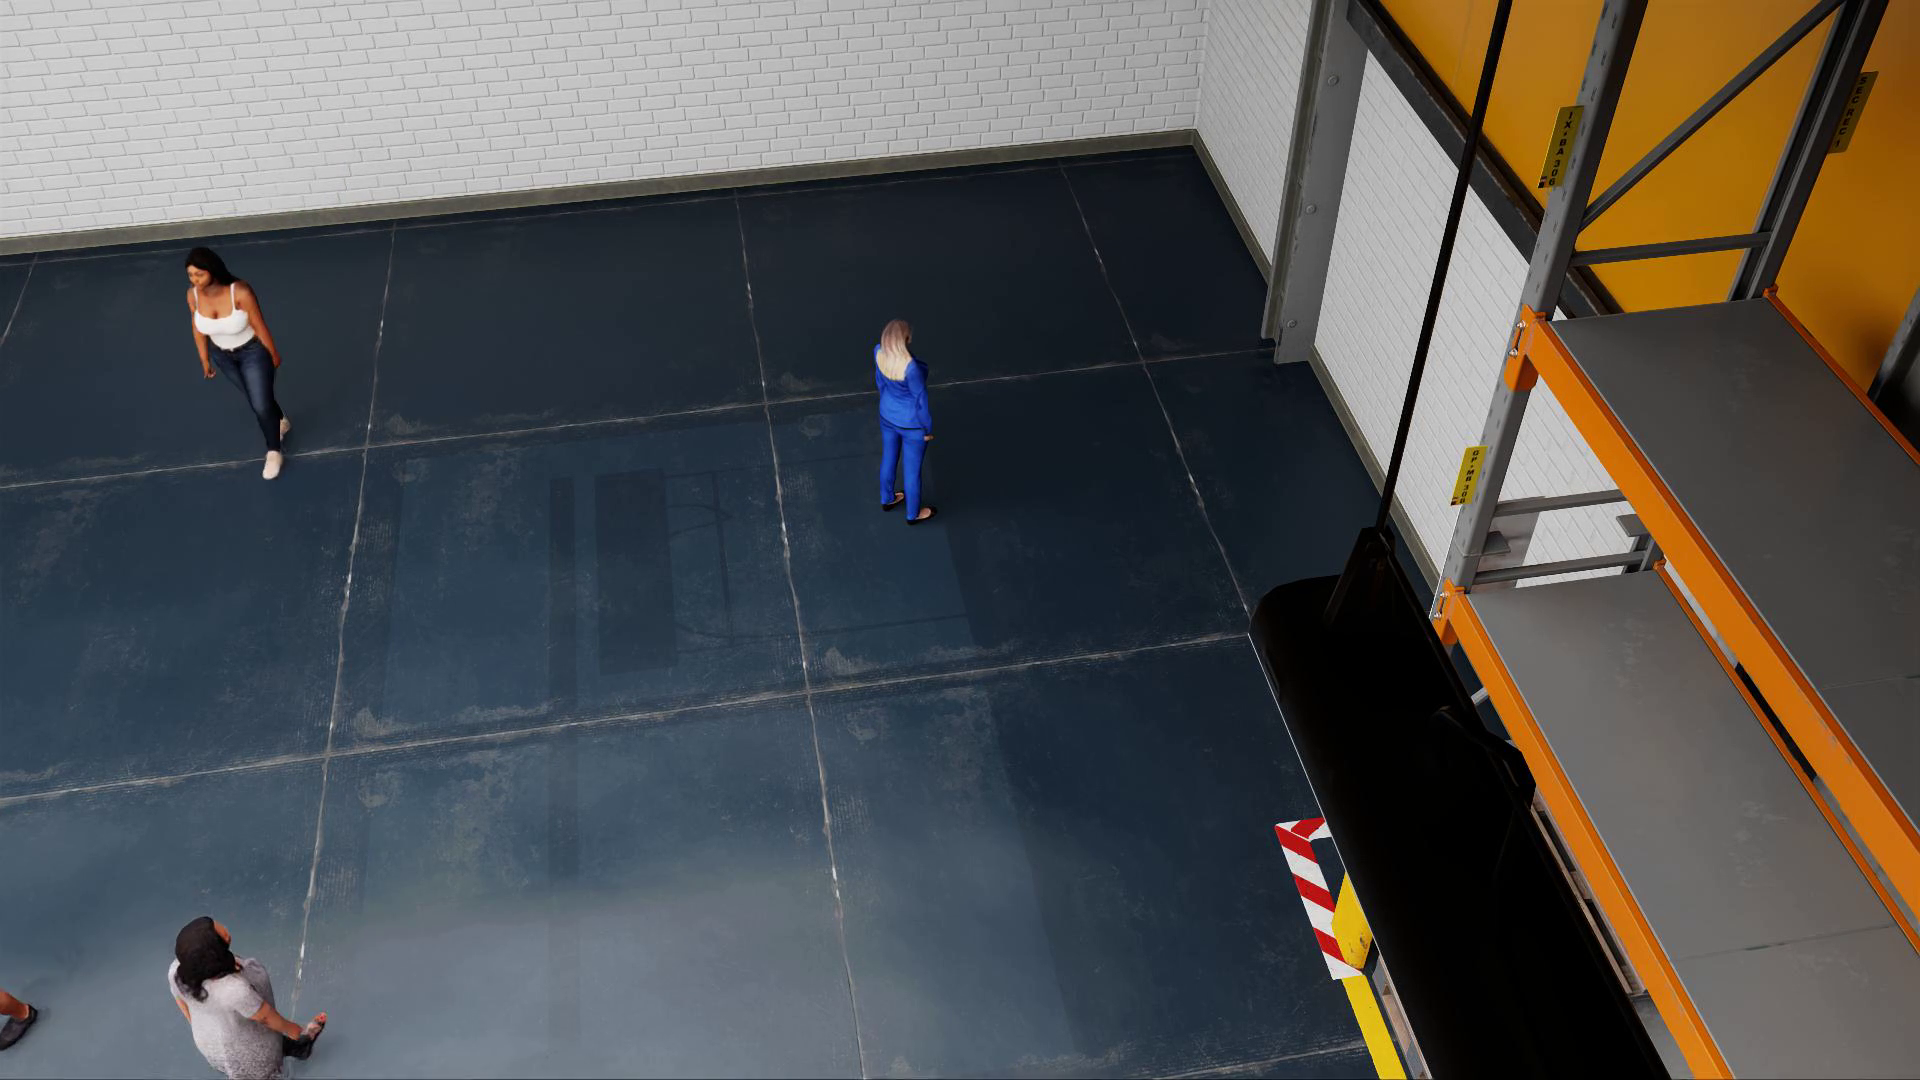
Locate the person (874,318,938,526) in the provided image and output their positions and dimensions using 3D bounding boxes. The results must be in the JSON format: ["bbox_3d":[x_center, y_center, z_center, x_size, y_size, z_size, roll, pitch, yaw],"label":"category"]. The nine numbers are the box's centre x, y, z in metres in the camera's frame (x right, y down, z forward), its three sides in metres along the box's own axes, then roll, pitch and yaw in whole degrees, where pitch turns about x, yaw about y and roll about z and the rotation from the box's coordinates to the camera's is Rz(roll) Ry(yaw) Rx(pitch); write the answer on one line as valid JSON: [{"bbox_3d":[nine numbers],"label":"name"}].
[{"bbox_3d":[-0.395,-0.813,11.356,0.681,1.701,0.768,33,53,30],"label":"person"}]

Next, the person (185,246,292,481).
[{"bbox_3d":[-5.088,-1.381,11.892,0.827,1.784,1.007,6,44,6],"label":"person"}]

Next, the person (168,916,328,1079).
[{"bbox_3d":[-3.539,2.444,8.035,0.967,1.566,1.102,17,46,18],"label":"person"}]
